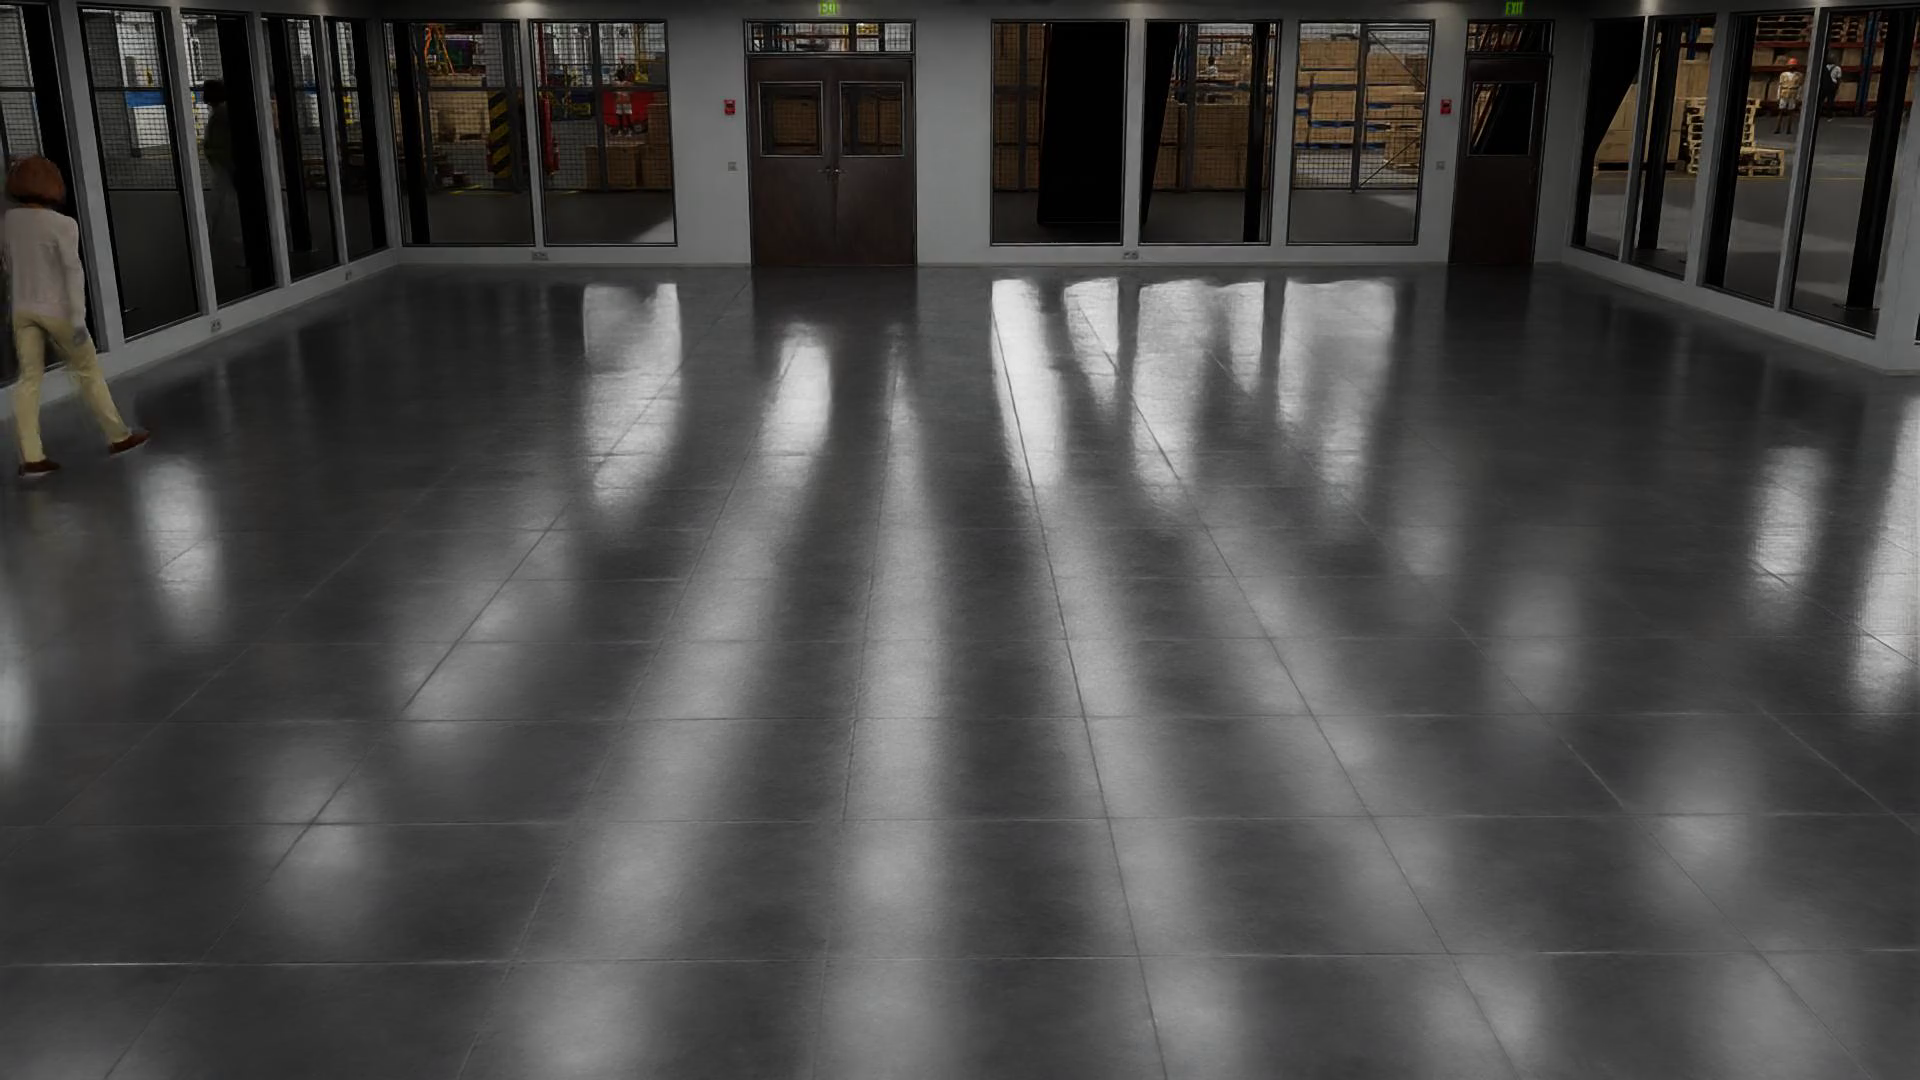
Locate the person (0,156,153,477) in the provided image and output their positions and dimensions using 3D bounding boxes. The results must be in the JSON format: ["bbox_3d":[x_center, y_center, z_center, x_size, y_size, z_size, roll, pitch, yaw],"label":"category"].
[{"bbox_3d":[-4.653,-1.166,8.605,0.518,1.592,0.811,4,17,12],"label":"person"}]
